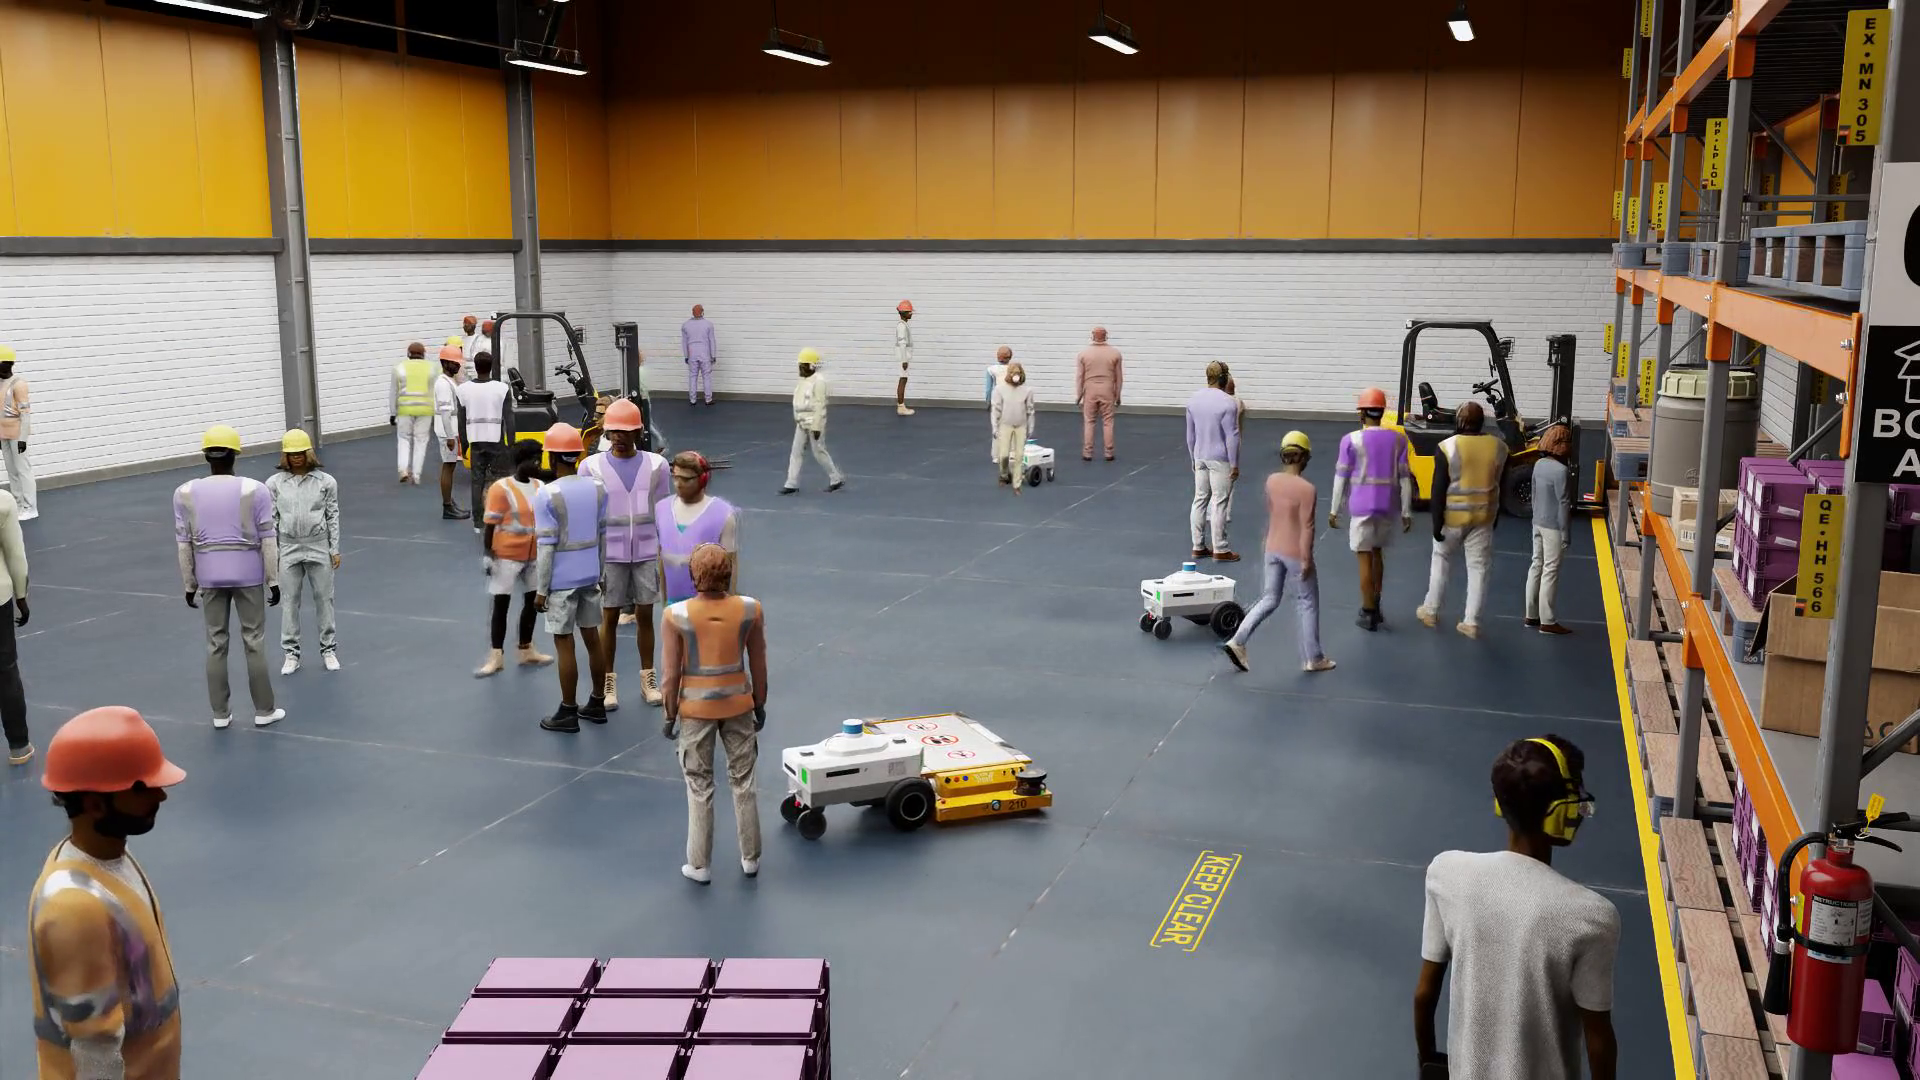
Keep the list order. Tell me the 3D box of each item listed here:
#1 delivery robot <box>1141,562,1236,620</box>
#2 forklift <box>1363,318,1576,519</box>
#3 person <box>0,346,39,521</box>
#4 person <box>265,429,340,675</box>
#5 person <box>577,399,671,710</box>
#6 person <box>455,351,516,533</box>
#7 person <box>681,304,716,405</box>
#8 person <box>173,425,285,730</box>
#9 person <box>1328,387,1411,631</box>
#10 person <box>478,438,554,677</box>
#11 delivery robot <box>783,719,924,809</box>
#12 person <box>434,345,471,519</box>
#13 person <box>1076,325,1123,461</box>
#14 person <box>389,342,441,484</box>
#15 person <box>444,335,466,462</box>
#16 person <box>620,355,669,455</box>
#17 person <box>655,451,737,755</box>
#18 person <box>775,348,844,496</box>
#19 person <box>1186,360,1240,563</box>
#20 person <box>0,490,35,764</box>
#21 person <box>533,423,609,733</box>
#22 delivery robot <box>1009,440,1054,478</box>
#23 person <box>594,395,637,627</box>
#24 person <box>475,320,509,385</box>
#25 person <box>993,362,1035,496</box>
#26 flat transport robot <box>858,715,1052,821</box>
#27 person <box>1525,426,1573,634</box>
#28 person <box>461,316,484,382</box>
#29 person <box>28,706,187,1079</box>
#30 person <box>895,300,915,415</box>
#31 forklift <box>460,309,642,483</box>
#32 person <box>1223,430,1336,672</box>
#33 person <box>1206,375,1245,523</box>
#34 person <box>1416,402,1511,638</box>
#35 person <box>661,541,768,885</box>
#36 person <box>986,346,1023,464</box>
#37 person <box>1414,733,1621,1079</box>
[{"bbox_3d":[1.783,0.417,12.989,0.707,0.478,0.477,-3,11,-18],"label":"delivery robot"},{"bbox_3d":[5.787,-1.437,19.079,2.313,2.155,1.214,3,11,19],"label":"forklift"},{"bbox_3d":[-10.460,-1.175,18.347,0.588,1.930,0.361,7,12,34],"label":"person"},{"bbox_3d":[-4.649,0.082,11.799,0.488,1.744,0.295,-4,11,-20],"label":"person"},{"bbox_3d":[-2.173,0.095,10.881,0.615,2.041,0.367,-4,11,-22],"label":"person"},{"bbox_3d":[-4.978,-1.024,17.524,0.597,1.921,0.383,0,10,-1],"label":"person"},{"bbox_3d":[-4.931,-3.504,31.529,0.643,1.909,0.410,1,10,5],"label":"person"},{"bbox_3d":[-4.571,0.236,10.434,0.585,1.918,0.380,-2,10,-9],"label":"person"},{"bbox_3d":[3.250,-0.259,13.249,0.574,1.906,0.670,-2,10,-12],"label":"person"},{"bbox_3d":[-3.175,0.122,11.788,0.319,1.675,0.669,7,12,34],"label":"person"},{"bbox_3d":[-0.558,1.181,8.687,0.707,0.478,0.477,-5,11,-25],"label":"delivery robot"},{"bbox_3d":[-5.641,-1.198,18.480,0.375,1.930,0.542,-2,10,-12],"label":"person"},{"bbox_3d":[1.959,-2.056,23.381,0.649,1.907,0.402,1,10,4],"label":"person"},{"bbox_3d":[-6.902,-1.604,21.135,0.658,1.815,0.441,-4,11,-21],"label":"person"},{"bbox_3d":[-7.064,-1.986,23.381,0.317,1.768,0.532,-9,14,-42],"label":"person"},{"bbox_3d":[-4.582,-1.958,23.698,0.870,1.585,0.520,-4,11,-20],"label":"person"},{"bbox_3d":[-1.564,0.359,10.002,0.561,1.827,0.493,5,11,25],"label":"person"},{"bbox_3d":[-1.813,-1.432,20.184,0.840,1.799,0.610,-6,12,-30],"label":"person"},{"bbox_3d":[2.439,-0.754,15.954,0.373,1.940,0.628,-8,13,-38],"label":"person"},{"bbox_3d":[-5.719,0.349,9.612,0.611,1.985,0.393,-6,12,-32],"label":"person"},{"bbox_3d":[-2.440,0.235,10.386,0.354,1.939,0.545,7,12,35],"label":"person"},{"bbox_3d":[0.895,-1.037,21.177,0.477,0.478,0.707,7,12,34],"label":"delivery robot"},{"bbox_3d":[-2.760,-0.235,13.290,0.343,1.847,0.506,-8,13,-38],"label":"person"},{"bbox_3d":[-7.376,-2.550,26.313,0.591,1.856,0.883,-9,14,-42],"label":"person"},{"bbox_3d":[0.655,-1.344,20.139,0.517,1.621,0.361,-1,10,-8],"label":"person"},{"bbox_3d":[-0.075,1.242,9.406,0.652,0.197,1.431,-4,11,-22],"label":"flat transport robot"},{"bbox_3d":[4.637,-0.084,13.037,0.285,1.633,0.500,-1,10,-8],"label":"person"},{"bbox_3d":[-7.946,-2.708,27.110,0.572,1.885,0.356,8,13,39],"label":"person"},{"bbox_3d":[-2.049,1.351,4.104,0.372,1.935,0.553,-4,11,-21],"label":"person"},{"bbox_3d":[-0.975,-3.254,29.735,0.373,2.043,0.615,0,10,-2],"label":"person"},{"bbox_3d":[-5.354,-1.902,21.697,2.313,2.155,1.214,-2,10,-13],"label":"forklift"},{"bbox_3d":[2.276,0.093,11.772,0.761,1.732,0.524,-6,12,-32],"label":"person"},{"bbox_3d":[2.859,-0.988,18.146,0.535,1.636,0.380,-5,11,-26],"label":"person"},{"bbox_3d":[3.944,-0.184,13.083,0.651,1.813,0.811,-1,10,-4],"label":"person"},{"bbox_3d":[-1.164,0.823,7.917,0.523,1.638,0.310,-4,11,-23],"label":"person"},{"bbox_3d":[0.615,-1.864,23.048,0.523,1.638,0.310,1,10,8],"label":"person"},{"bbox_3d":[1.366,1.388,4.095,0.535,1.865,0.312,9,14,43],"label":"person"}]
